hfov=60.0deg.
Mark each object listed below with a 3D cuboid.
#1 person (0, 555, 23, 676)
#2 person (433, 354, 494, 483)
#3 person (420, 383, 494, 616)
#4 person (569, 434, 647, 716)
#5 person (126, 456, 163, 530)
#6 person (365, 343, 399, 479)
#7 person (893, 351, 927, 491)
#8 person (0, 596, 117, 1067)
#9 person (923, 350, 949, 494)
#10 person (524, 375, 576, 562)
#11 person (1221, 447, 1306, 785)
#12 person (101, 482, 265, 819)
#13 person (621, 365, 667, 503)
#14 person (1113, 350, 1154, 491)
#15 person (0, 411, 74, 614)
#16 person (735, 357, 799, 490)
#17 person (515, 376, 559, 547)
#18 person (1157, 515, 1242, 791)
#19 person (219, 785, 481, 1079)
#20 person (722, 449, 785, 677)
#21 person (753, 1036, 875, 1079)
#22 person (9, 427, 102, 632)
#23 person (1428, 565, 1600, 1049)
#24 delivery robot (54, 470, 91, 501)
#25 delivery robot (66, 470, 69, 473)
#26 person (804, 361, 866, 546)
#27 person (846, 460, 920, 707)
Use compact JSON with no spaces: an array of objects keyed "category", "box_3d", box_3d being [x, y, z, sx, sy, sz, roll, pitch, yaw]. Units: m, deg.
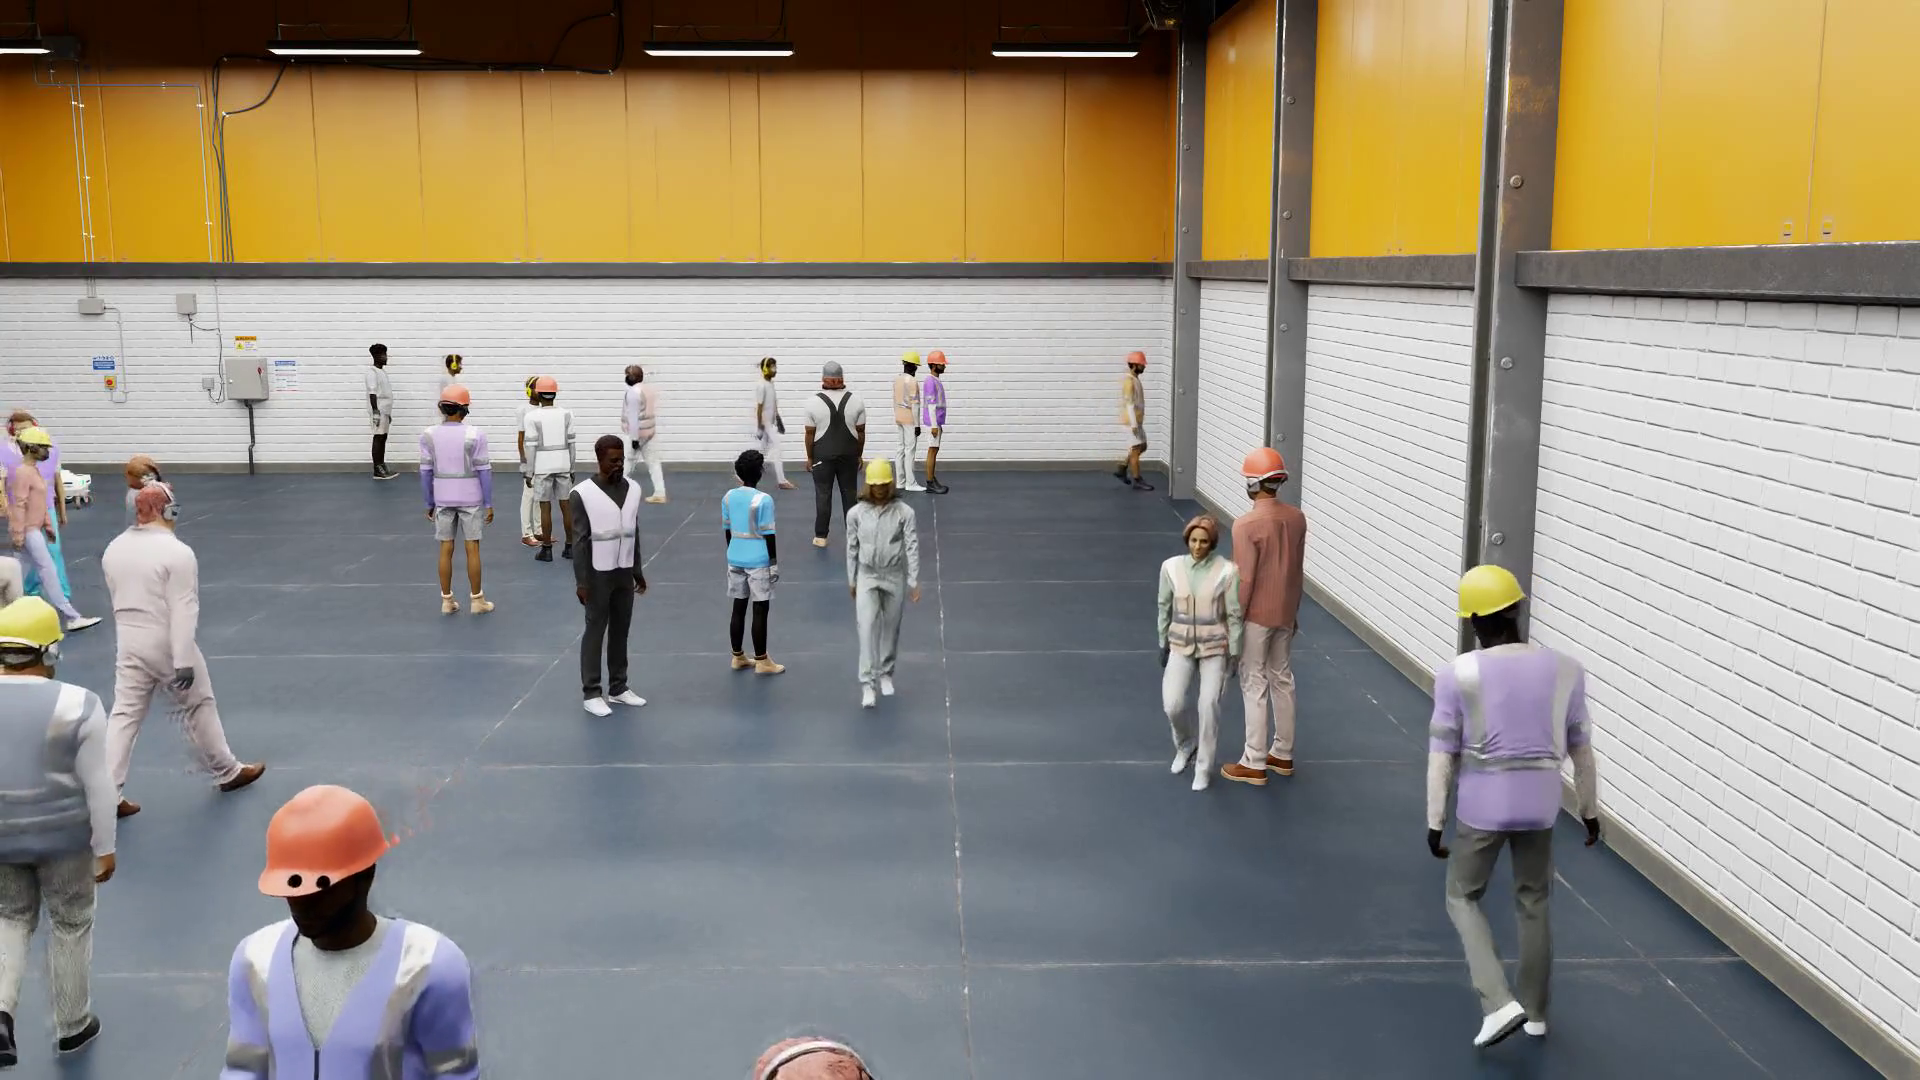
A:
[{"category":"person","box_3d":[-5.837,0.623,9.901,0.518,1.615,0.391,-6,11,-35]},{"category":"person","box_3d":[-7.099,-1.709,23.573,0.865,1.826,0.551,-4,10,-24]},{"category":"person","box_3d":[-4.383,-0.349,14.555,0.614,2.042,0.373,0,9,3]},{"category":"person","box_3d":[-2.417,0.227,11.414,0.371,1.915,0.597,6,11,35]},{"category":"person","box_3d":[-6.384,0.120,13.042,0.347,1.597,0.653,-4,10,-22]},{"category":"person","box_3d":[-8.392,-1.867,24.096,0.363,1.965,0.610,-1,9,-4]},{"category":"person","box_3d":[-0.697,-1.623,22.753,0.376,1.918,0.584,-6,11,-31]},{"category":"person","box_3d":[-3.485,1.119,6.247,0.612,1.813,0.512,-1,9,-8]},{"category":"person","box_3d":[-0.321,-1.596,22.527,0.356,1.938,0.545,1,9,4]},{"category":"person","box_3d":[-4.261,-0.744,17.298,0.542,1.939,0.365,-6,11,-33]},{"category":"person","box_3d":[1.786,0.443,9.846,0.622,1.992,0.395,-8,12,-41]},{"category":"person","box_3d":[-4.489,0.601,9.339,0.659,1.850,1.024,4,10,21]},{"category":"person","box_3d":[-4.246,-1.363,21.536,0.942,1.795,0.656,2,10,14]},{"category":"person","box_3d":[2.403,-1.637,22.803,0.548,1.926,0.564,3,10,19]},{"category":"person","box_3d":[-8.084,-0.221,14.518,0.569,1.794,0.950,-7,12,-37]},{"category":"person","box_3d":[-2.694,-1.604,22.905,0.894,1.838,0.535,1,9,7]},{"category":"person","box_3d":[-4.656,-0.868,18.291,0.326,1.865,0.519,4,10,24]},{"category":"person","box_3d":[1.391,0.657,9.705,0.518,1.619,0.354,4,10,23]},{"category":"person","box_3d":[-1.387,1.481,3.705,0.563,1.917,0.560,2,10,13]},{"category":"person","box_3d":[-1.550,0.168,12.434,0.540,1.700,0.316,8,12,40]},{"category":"person","box_3d":[-0.212,1.681,2.702,0.667,1.854,1.017,-2,10,-14]},{"category":"person","box_3d":[-7.602,-0.071,13.801,0.870,1.717,0.543,-3,10,-19]},{"category":"person","box_3d":[2.177,1.053,6.431,0.729,1.899,0.558,0,9,-1]},{"category":"delivery robot","box_3d":[-11.381,-0.702,20.987,0.707,0.478,0.477,-2,9,-13]},{"category":"delivery robot","box_3d":[-11.859,-0.768,21.391,0.477,0.478,0.707,5,10,28]},{"category":"person","box_3d":[-1.390,-0.951,18.256,0.684,2.000,0.538,-3,10,-15]},{"category":"person","box_3d":[-0.536,0.303,11.566,0.505,1.702,0.858,-1,9,-5]}]
